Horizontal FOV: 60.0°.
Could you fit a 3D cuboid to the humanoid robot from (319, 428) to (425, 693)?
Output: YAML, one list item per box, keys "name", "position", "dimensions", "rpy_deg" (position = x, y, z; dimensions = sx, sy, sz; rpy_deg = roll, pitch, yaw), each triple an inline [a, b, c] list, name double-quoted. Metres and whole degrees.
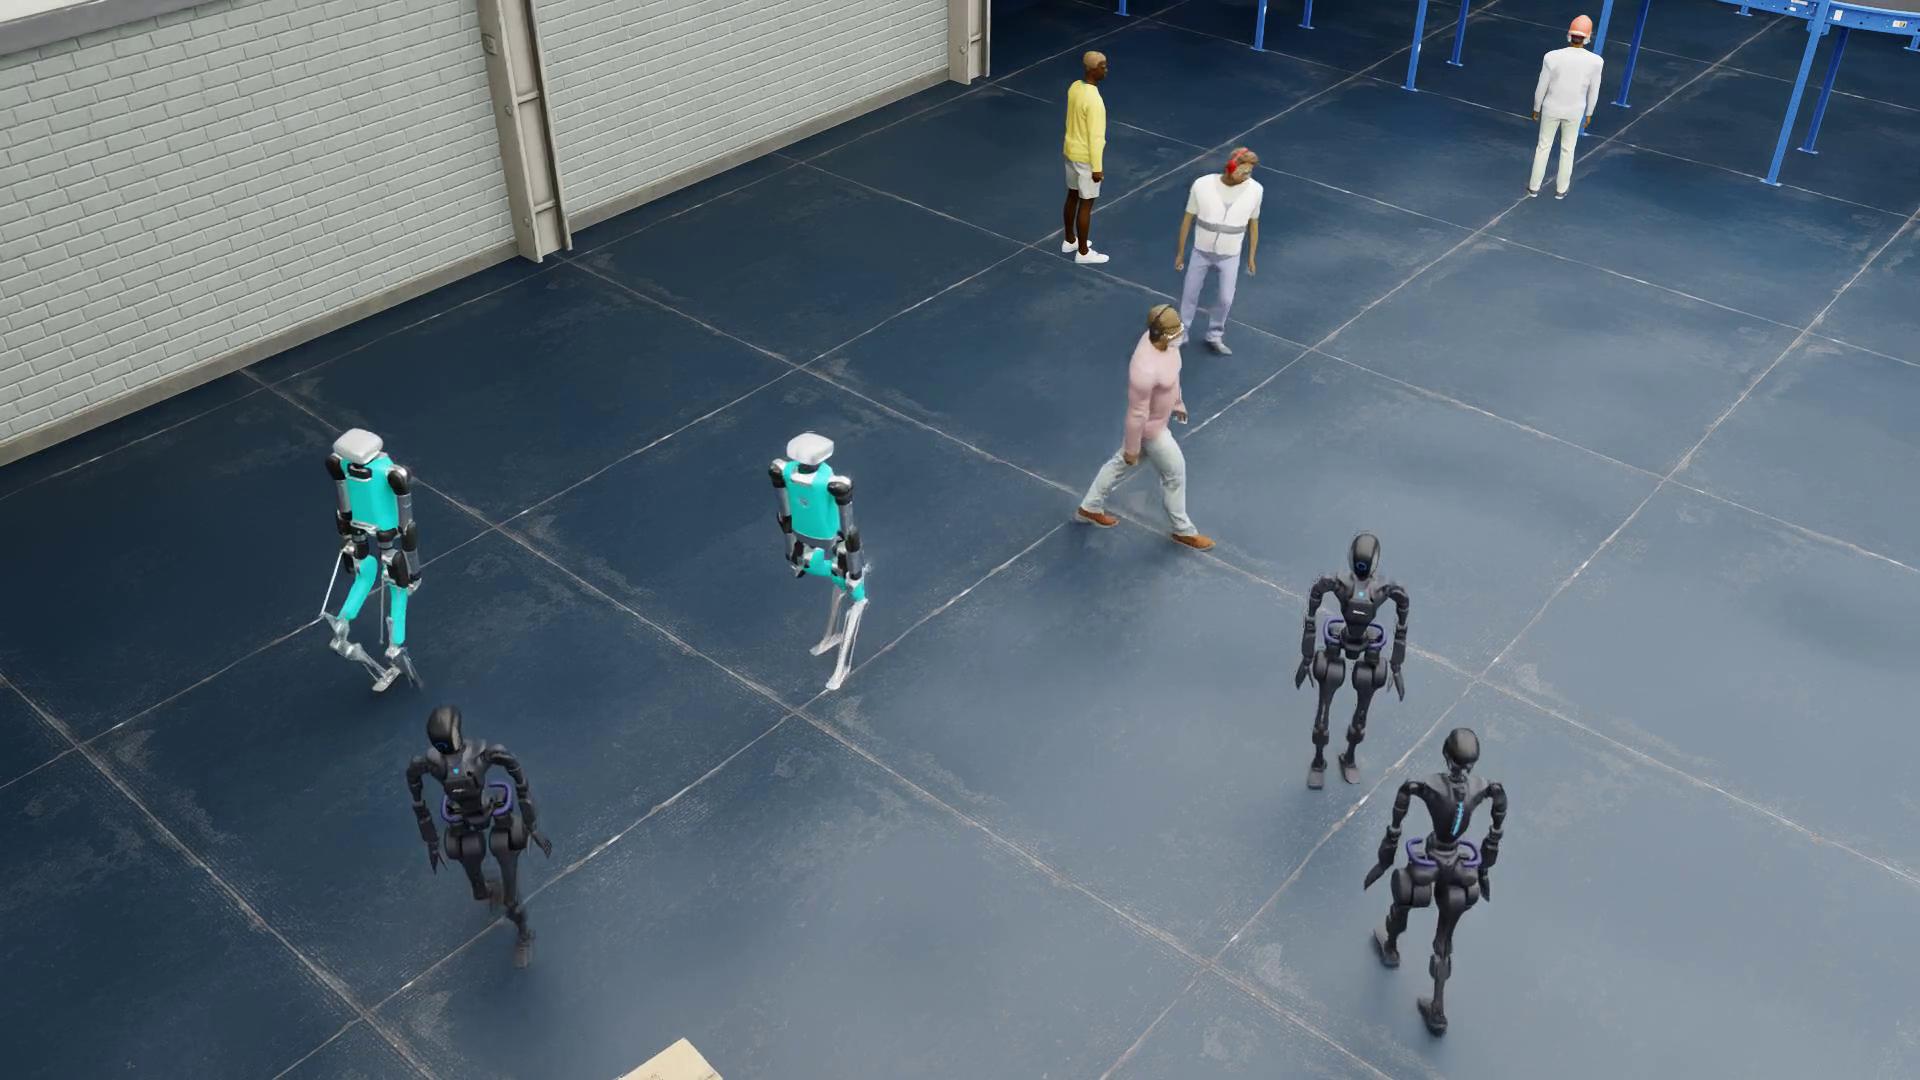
- name: "humanoid robot"
  position: [-3.500, 0.294, 9.794]
  dimensions: [0.543, 1.882, 0.740]
  rpy_deg: [12, 37, 16]

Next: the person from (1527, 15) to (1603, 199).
- name: "person"
  position: [5.777, -4.137, 15.918]
  dimensions: [0.568, 1.747, 0.338]
  rpy_deg: [10, 37, 14]

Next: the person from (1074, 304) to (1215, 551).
- name: "person"
  position: [1.246, -0.766, 11.079]
  dimensions: [1.002, 1.884, 0.656]
  rpy_deg: [7, 36, 10]

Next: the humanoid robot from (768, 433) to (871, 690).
- name: "humanoid robot"
  position: [-0.730, 0.033, 10.076]
  dimensions: [0.533, 1.770, 0.794]
  rpy_deg: [16, 39, 22]

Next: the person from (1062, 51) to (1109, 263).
- name: "person"
  position: [1.109, -3.394, 14.750]
  dimensions: [0.379, 1.899, 0.543]
  rpy_deg: [-12, 37, -16]

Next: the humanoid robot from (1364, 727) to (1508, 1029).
- name: "humanoid robot"
  position: [2.267, 1.587, 7.968]
  dimensions: [0.602, 1.651, 0.656]
  rpy_deg: [2, 35, 2]

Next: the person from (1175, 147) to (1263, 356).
- name: "person"
  position: [1.975, -2.320, 13.331]
  dimensions: [0.793, 1.799, 0.379]
  rpy_deg: [5, 36, 7]

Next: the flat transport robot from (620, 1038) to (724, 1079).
- name: "flat transport robot"
  position: [-1.216, 3.075, 7.069]
  dimensions: [1.431, 0.231, 0.659]
  rpy_deg: [21, 41, 27]

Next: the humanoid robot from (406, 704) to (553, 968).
- name: "humanoid robot"
  position: [-2.347, 1.395, 8.250]
  dimensions: [0.612, 1.659, 0.491]
  rpy_deg: [-6, 36, -8]

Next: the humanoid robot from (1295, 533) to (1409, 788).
- name: "humanoid robot"
  position: [2.178, 0.699, 9.195]
  dimensions: [0.601, 1.652, 0.431]
  rpy_deg: [7, 36, 10]
